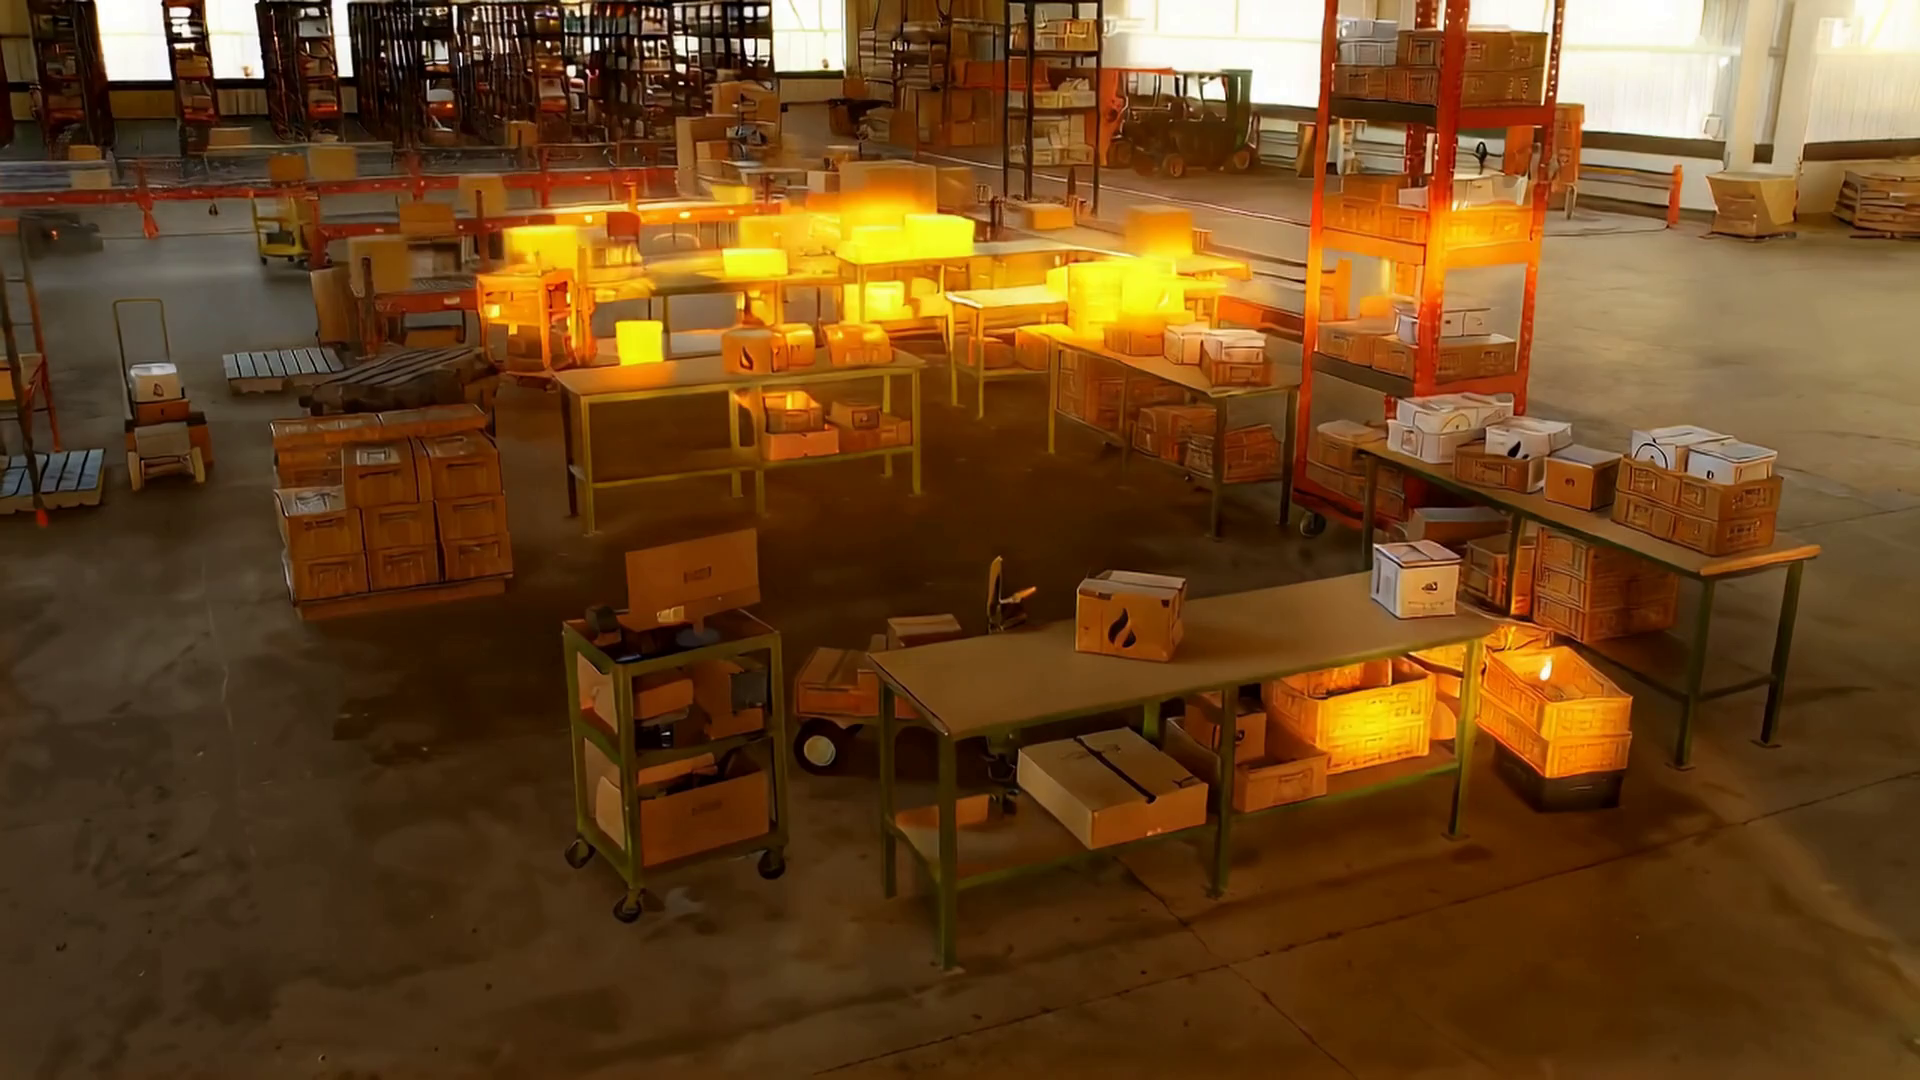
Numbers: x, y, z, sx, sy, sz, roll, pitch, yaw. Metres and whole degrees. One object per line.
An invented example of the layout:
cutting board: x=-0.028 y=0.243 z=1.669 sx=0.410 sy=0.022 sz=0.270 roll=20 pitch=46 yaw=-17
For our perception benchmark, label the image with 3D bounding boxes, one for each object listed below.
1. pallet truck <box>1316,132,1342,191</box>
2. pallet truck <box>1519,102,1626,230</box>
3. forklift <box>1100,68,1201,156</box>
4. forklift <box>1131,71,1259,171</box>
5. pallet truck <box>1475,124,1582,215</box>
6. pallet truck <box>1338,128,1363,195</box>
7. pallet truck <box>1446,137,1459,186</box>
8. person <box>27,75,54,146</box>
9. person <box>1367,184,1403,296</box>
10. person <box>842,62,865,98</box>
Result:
pallet truck: x=7.723 y=-7.504 z=32.656 sx=1.601 sy=1.201 sz=0.680 roll=-8 pitch=19 yaw=-23
pallet truck: x=9.972 y=-6.037 z=26.785 sx=1.885 sy=1.965 sz=0.823 roll=-9 pitch=20 yaw=-25
forklift: x=4.082 y=-9.564 z=37.410 sx=2.680 sy=1.987 sz=1.157 roll=-8 pitch=19 yaw=-23
forklift: x=4.998 y=-8.936 z=35.413 sx=2.680 sy=1.987 sz=1.157 roll=-9 pitch=20 yaw=-25
pallet truck: x=9.707 y=-6.455 z=28.103 sx=1.885 sy=1.965 sz=0.823 roll=-7 pitch=19 yaw=-20
pallet truck: x=7.845 y=-7.140 z=31.411 sx=1.522 sy=1.261 sz=0.704 roll=-9 pitch=20 yaw=-25
pallet truck: x=9.184 y=-6.485 z=29.328 sx=1.630 sy=1.274 sz=0.653 roll=-8 pitch=19 yaw=-23
person: x=-23.769 y=-11.110 z=43.085 sx=0.628 sy=1.799 sz=0.802 roll=-11 pitch=21 yaw=-31
person: x=3.961 y=-2.411 z=15.606 sx=0.443 sy=1.856 sz=0.513 roll=6 pitch=19 yaw=18
person: x=-3.113 y=-12.864 z=48.361 sx=0.646 sy=1.949 sz=0.970 roll=1 pitch=18 yaw=3
